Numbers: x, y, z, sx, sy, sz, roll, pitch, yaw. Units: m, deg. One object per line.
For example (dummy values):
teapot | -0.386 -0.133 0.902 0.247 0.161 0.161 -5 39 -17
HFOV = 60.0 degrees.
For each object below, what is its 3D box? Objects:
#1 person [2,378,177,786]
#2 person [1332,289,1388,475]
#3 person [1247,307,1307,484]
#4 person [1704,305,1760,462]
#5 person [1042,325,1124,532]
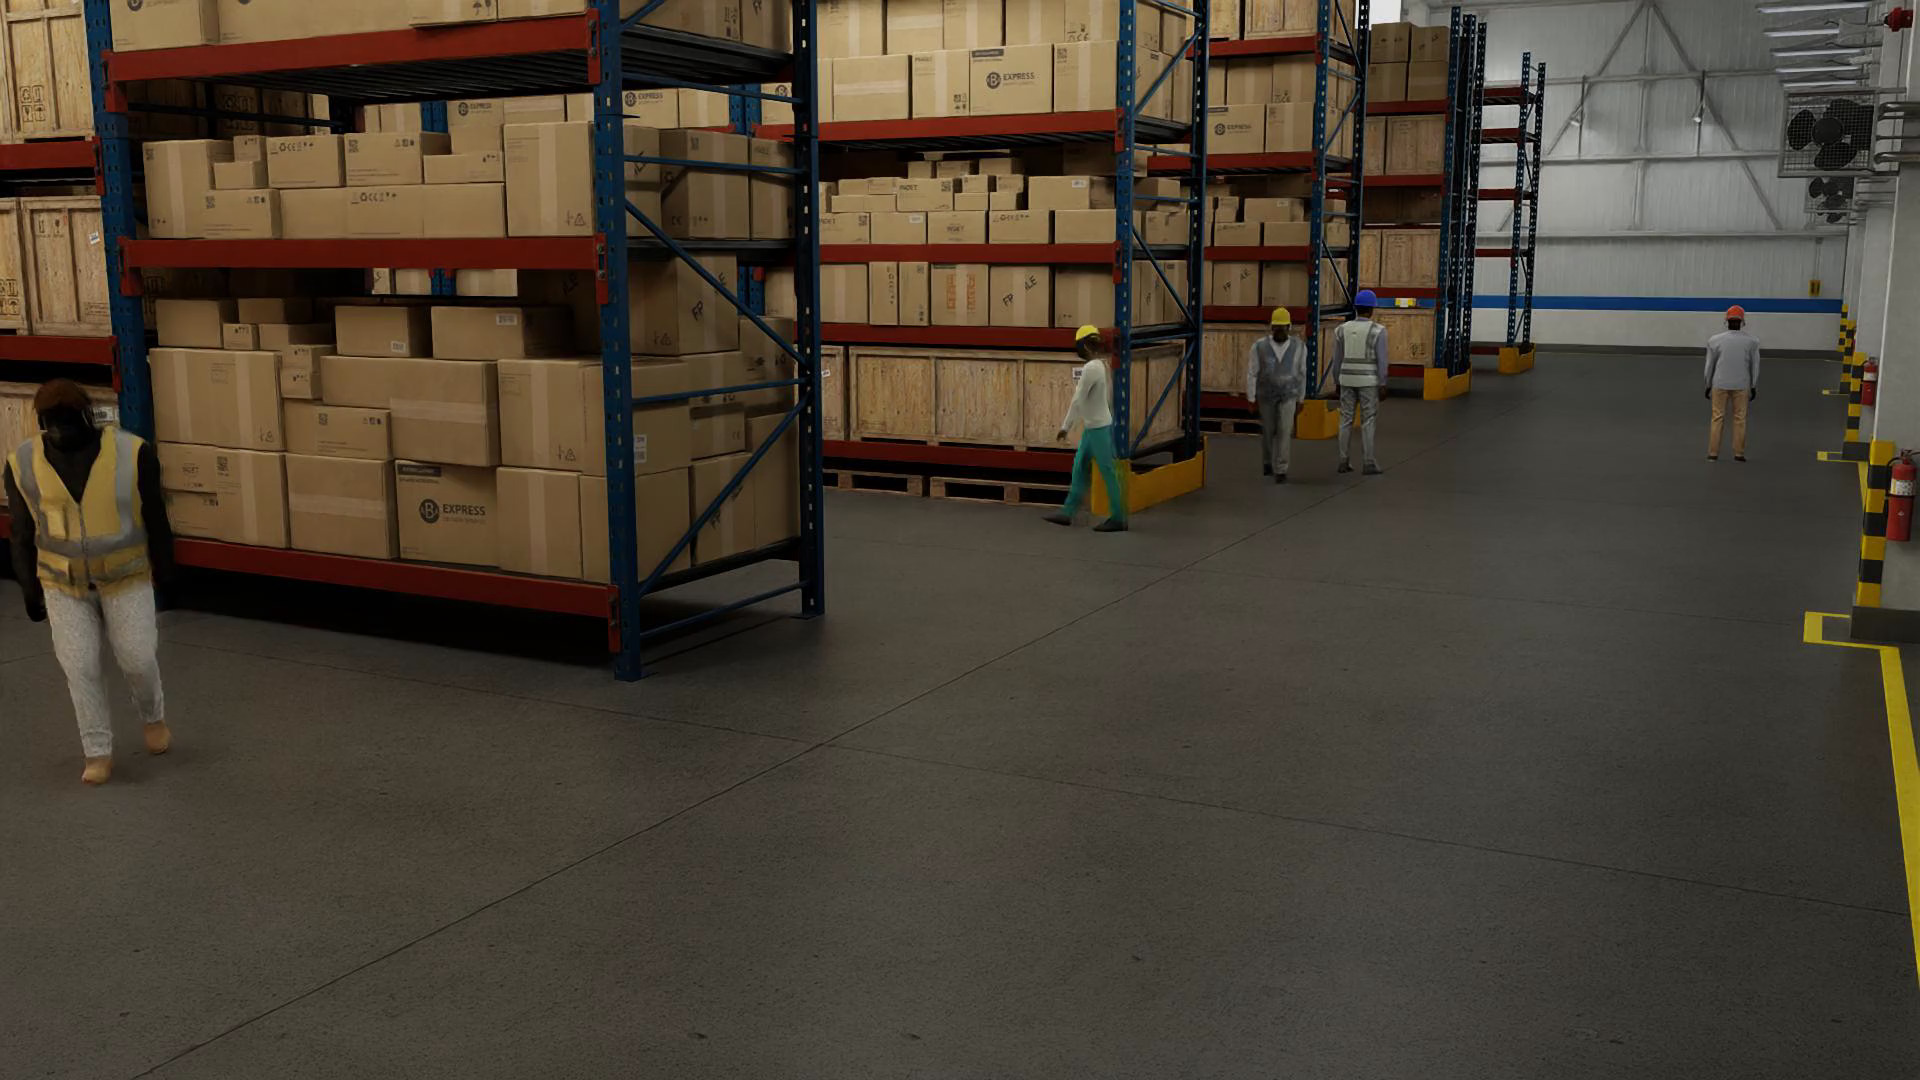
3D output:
person | -3.818 0.174 7.347 0.646 1.812 0.571 -3 10 -18
person | 4.229 -1.662 17.562 0.607 1.947 0.406 8 13 39
person | 3.255 -1.503 17.124 0.602 1.797 0.903 2 10 10
person | 8.620 -1.744 18.591 0.563 1.755 0.320 4 11 24
person | 1.024 -0.932 13.953 0.801 1.713 0.550 2 10 9
